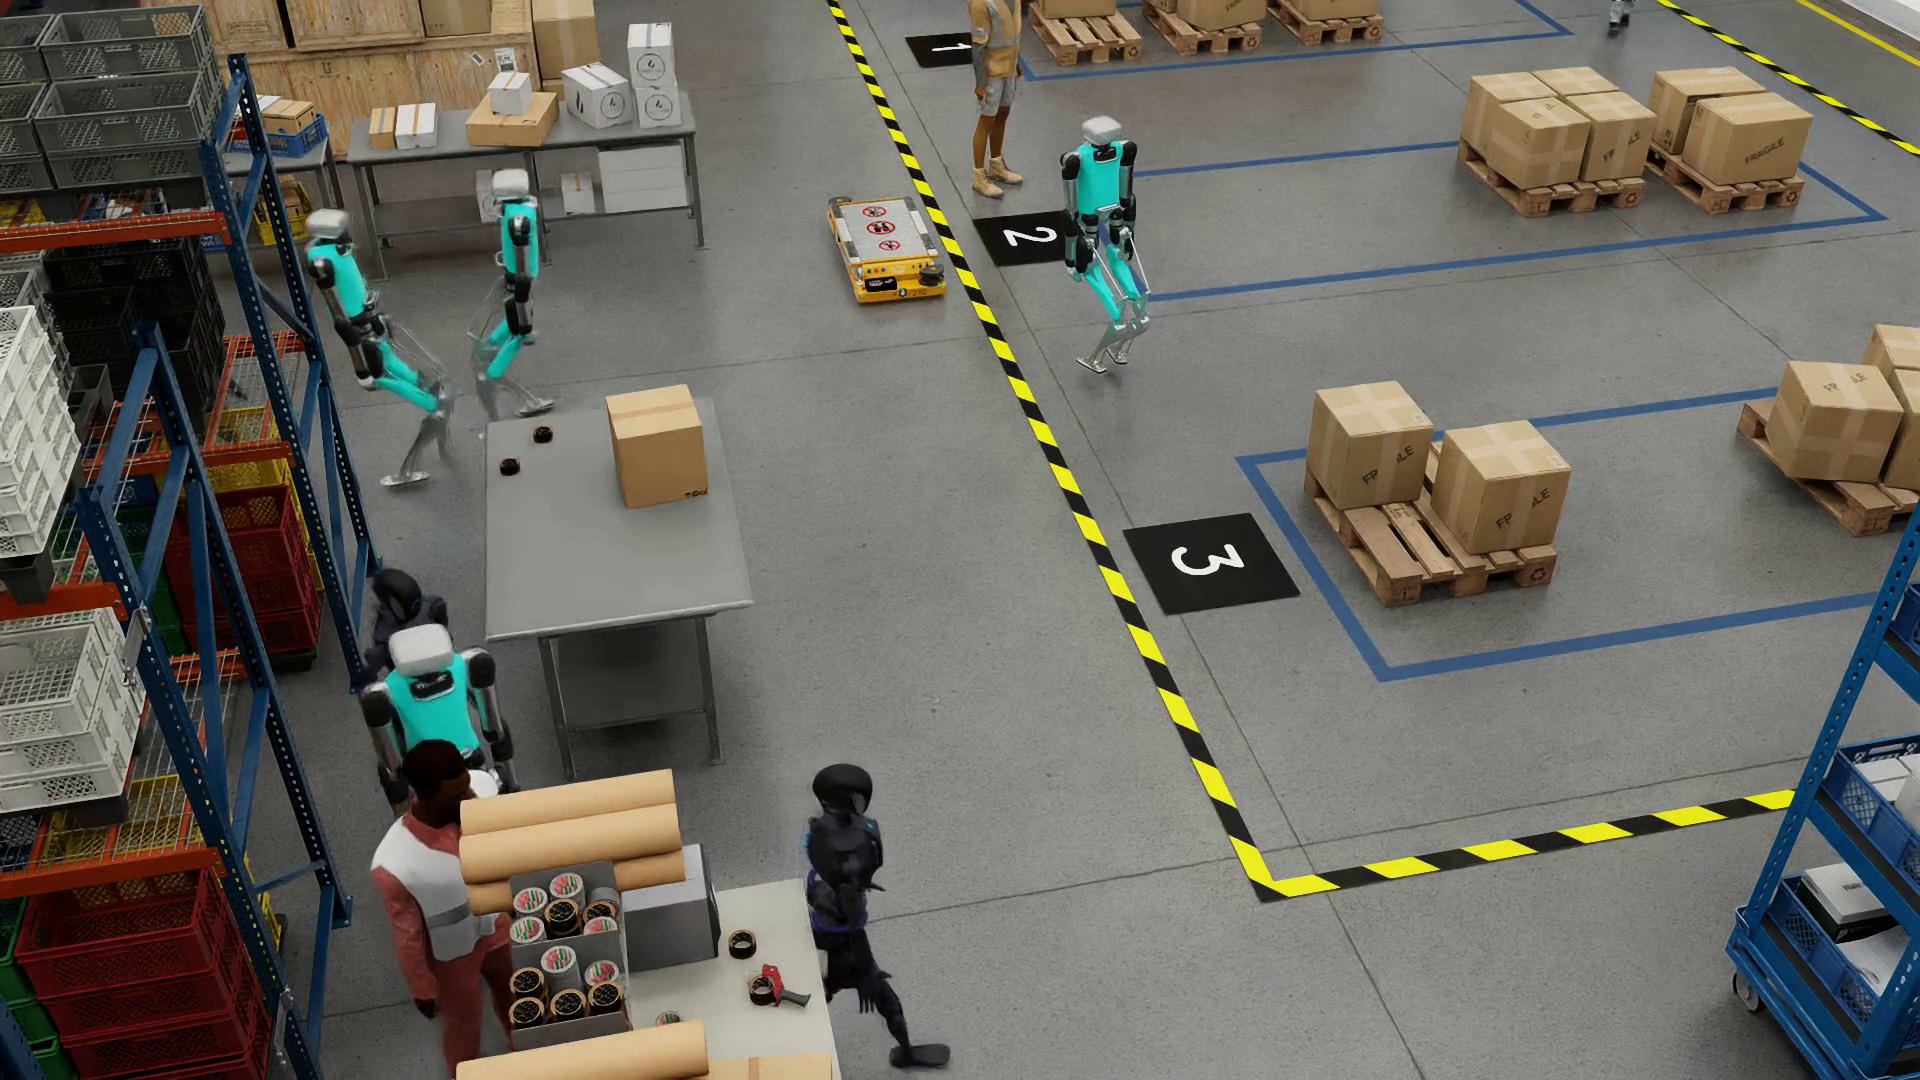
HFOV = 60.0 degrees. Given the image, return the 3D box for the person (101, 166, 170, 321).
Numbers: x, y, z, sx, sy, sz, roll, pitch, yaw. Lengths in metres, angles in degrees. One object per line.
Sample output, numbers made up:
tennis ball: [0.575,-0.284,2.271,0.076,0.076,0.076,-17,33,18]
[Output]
person: [-4.946,-1.478,10.232,0.507,1.837,0.334,28,45,33]

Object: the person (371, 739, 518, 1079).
person: [-1.847,1.462,6.216,0.408,1.912,0.600,17,40,21]

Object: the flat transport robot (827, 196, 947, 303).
flat transport robot: [-0.570,-2.220,12.538,0.659,0.231,1.431,-8,37,-10]

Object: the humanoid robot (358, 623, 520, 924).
humanoid robot: [-1.969,1.173,6.735,0.535,1.770,0.747,-22,42,-26]

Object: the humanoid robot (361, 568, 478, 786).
humanoid robot: [-2.424,0.752,7.379,0.463,1.631,0.596,15,39,19]

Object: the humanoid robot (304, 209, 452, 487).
humanoid robot: [-3.304,-1.102,9.850,0.785,1.829,0.532,-4,37,-5]

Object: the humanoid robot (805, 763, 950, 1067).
humanoid robot: [-0.442,1.478,6.452,0.767,1.648,0.600,-6,37,-8]

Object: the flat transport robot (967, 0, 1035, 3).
flat transport robot: [0.747,-5.772,17.288,1.431,0.197,0.652,-8,37,-10]

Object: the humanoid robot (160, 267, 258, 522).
humanoid robot: [-4.319,-0.807,9.466,0.337,1.660,0.585,3,37,5]

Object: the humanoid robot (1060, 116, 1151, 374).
humanoid robot: [0.994,-1.816,10.656,0.533,1.673,0.735,-18,40,-22]

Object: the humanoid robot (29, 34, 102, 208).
humanoid robot: [-6.686,-2.952,12.344,0.471,1.643,0.614,-16,39,-20]

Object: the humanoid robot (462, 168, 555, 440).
humanoid robot: [-2.888,-1.358,10.229,0.778,1.883,0.533,-8,37,-11]

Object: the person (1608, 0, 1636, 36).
person: [6.587,-5.776,16.032,0.619,1.793,0.872,8,37,11]

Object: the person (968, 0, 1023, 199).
person: [0.325,-3.703,13.055,0.394,2.031,0.613,21,42,26]
